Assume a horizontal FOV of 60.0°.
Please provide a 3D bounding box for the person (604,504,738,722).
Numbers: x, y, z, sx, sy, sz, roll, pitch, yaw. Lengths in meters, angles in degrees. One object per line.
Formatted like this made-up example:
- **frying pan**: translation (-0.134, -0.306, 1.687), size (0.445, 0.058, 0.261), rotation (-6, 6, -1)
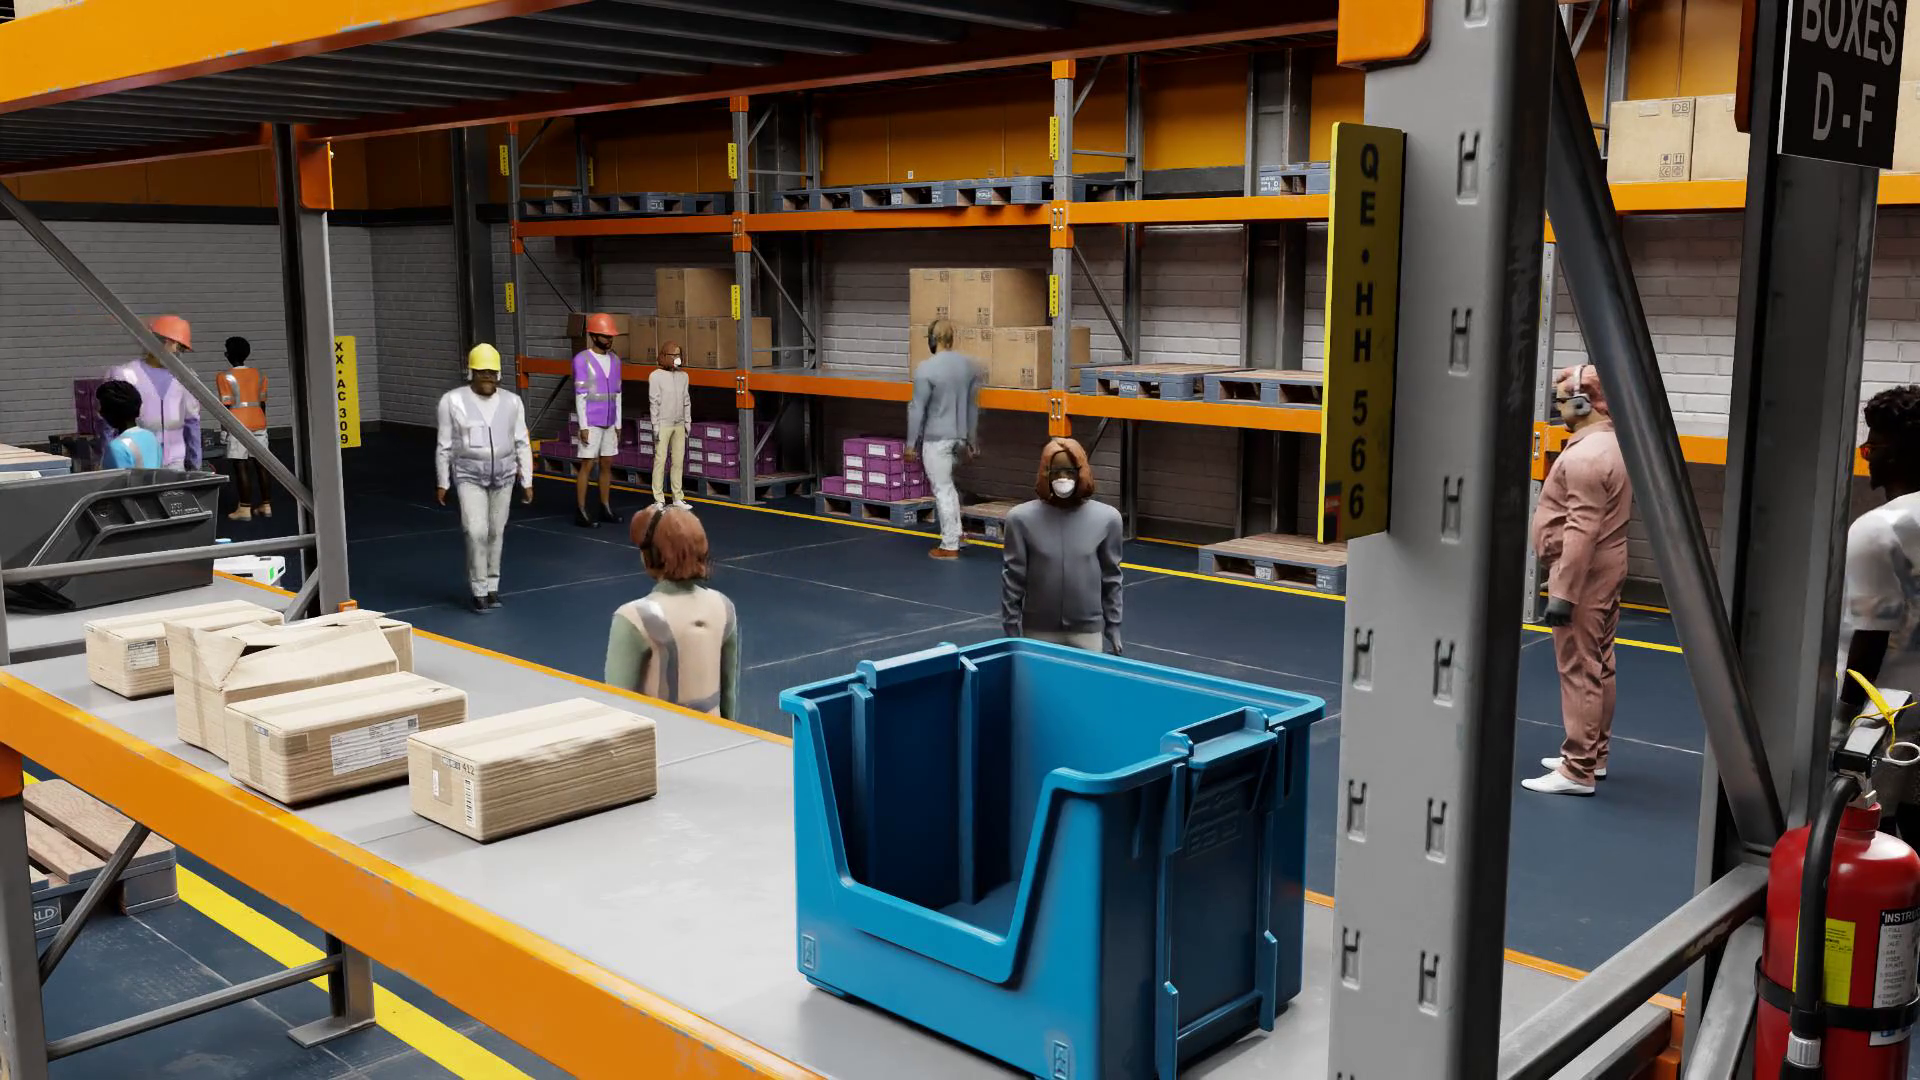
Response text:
- **person**: translation (-0.854, 0.698, 5.018), size (0.650, 1.619, 0.531), rotation (5, 11, 29)

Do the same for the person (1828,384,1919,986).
- **person**: translation (2.911, 0.498, 5.188), size (0.612, 1.962, 0.364), rotation (-6, 11, -31)

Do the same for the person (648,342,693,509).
- **person**: translation (-2.767, -1.081, 15.911), size (0.277, 1.629, 0.496), rotation (7, 12, 38)

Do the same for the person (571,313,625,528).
- **person**: translation (-3.218, -1.067, 14.929), size (0.410, 1.927, 0.546), rotation (7, 11, 35)

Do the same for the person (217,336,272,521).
- **person**: translation (-6.611, -1.027, 15.356), size (0.321, 1.697, 0.530), rotation (4, 10, 25)

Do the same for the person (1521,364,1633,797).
- **person**: translation (2.731, 0.178, 7.356), size (0.405, 1.902, 0.636), rotation (6, 11, 34)

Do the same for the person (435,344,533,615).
- **person**: translation (-3.157, -0.406, 11.184), size (0.628, 1.811, 0.652), rotation (-6, 11, -33)

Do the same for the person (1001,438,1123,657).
- **person**: translation (0.423, 0.387, 6.886), size (0.507, 1.631, 0.266), rotation (0, 9, -2)

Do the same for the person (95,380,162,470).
- **person**: translation (-4.701, -0.065, 9.480), size (0.320, 1.692, 0.531), rotation (-1, 9, -7)

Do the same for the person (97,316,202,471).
- **person**: translation (-5.714, -0.570, 11.671), size (0.782, 1.989, 0.500), rotation (-9, 13, -44)

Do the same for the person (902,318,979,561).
- **person**: translation (-0.159, -0.789, 13.202), size (0.503, 1.920, 0.643), rotation (8, 12, 40)

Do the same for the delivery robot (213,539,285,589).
- **delivery robot**: translation (-4.785, 0.235, 10.830), size (0.707, 0.478, 0.477), rotation (-2, 9, -9)
